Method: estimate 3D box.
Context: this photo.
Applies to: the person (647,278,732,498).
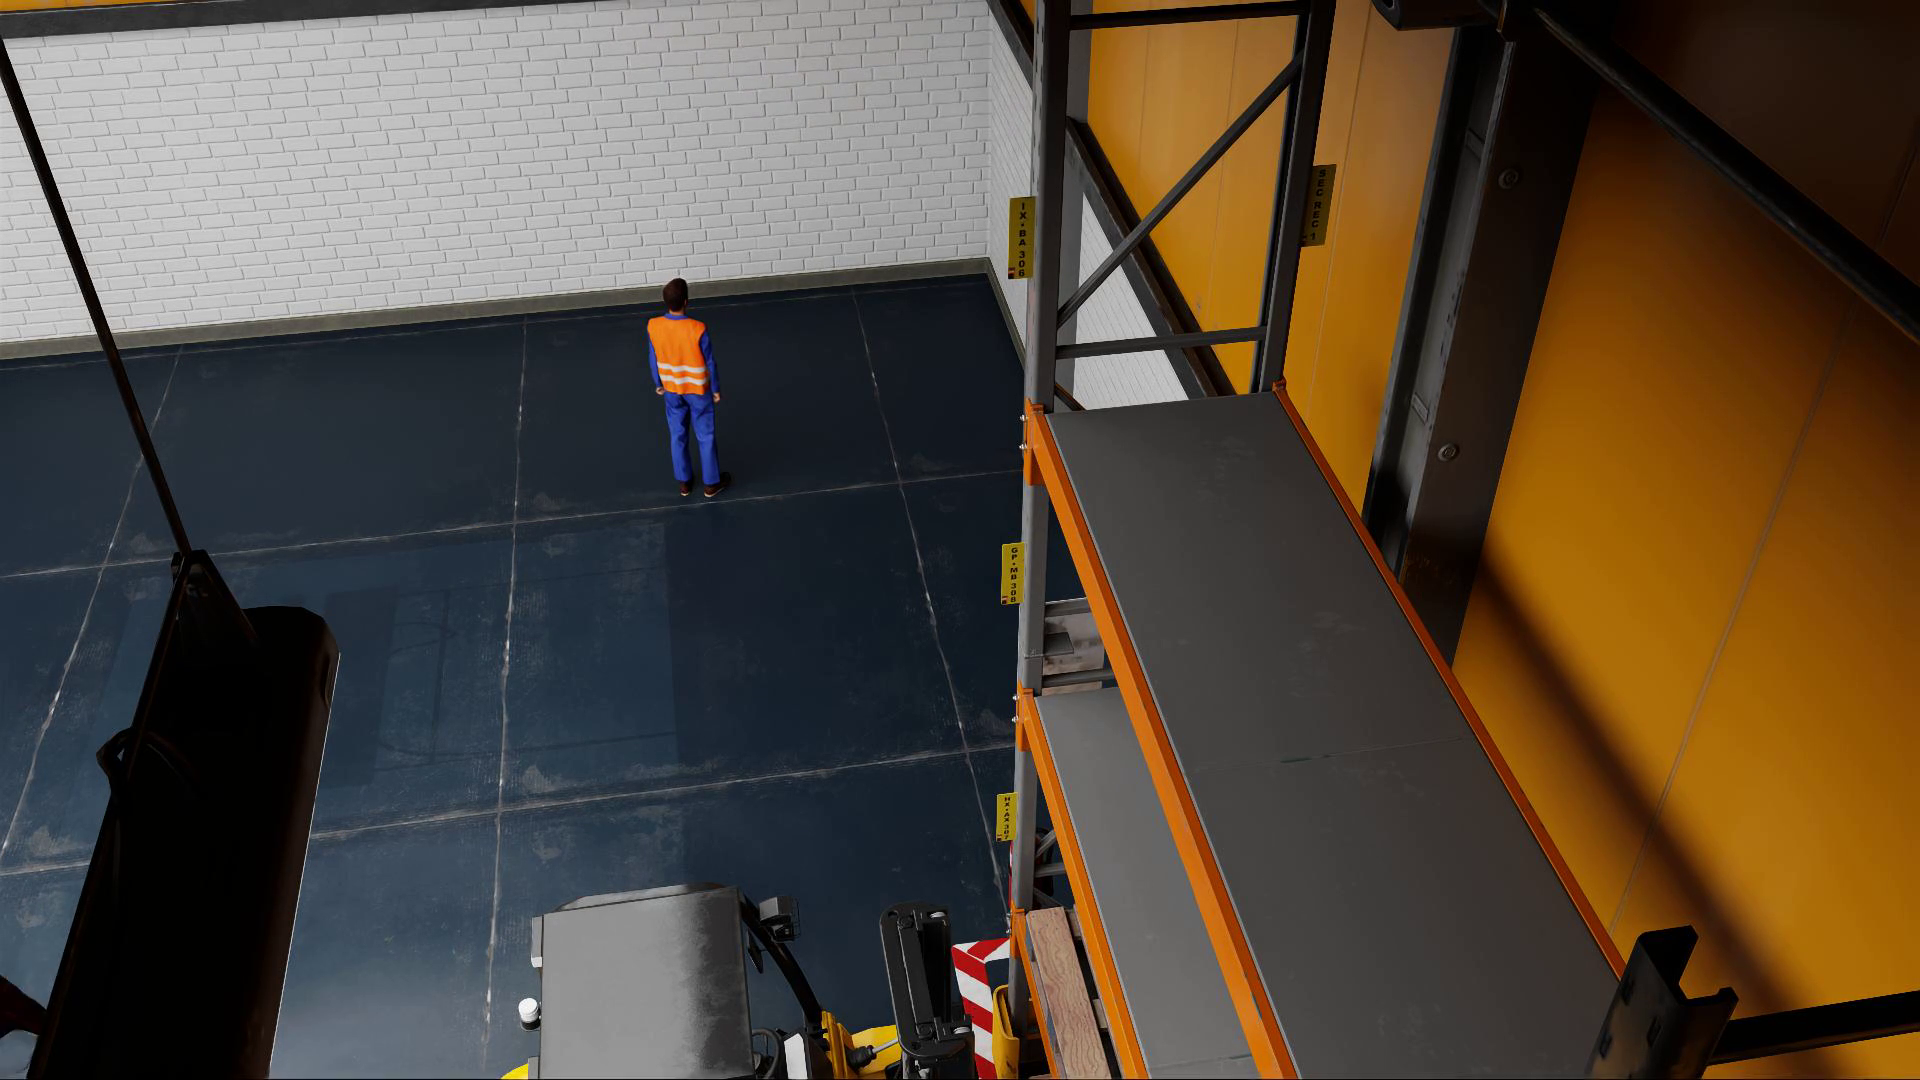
[{"bbox_3d":[-2.059,-1.144,12.577,0.765,1.864,0.741,7,39,9],"label":"person"}]
